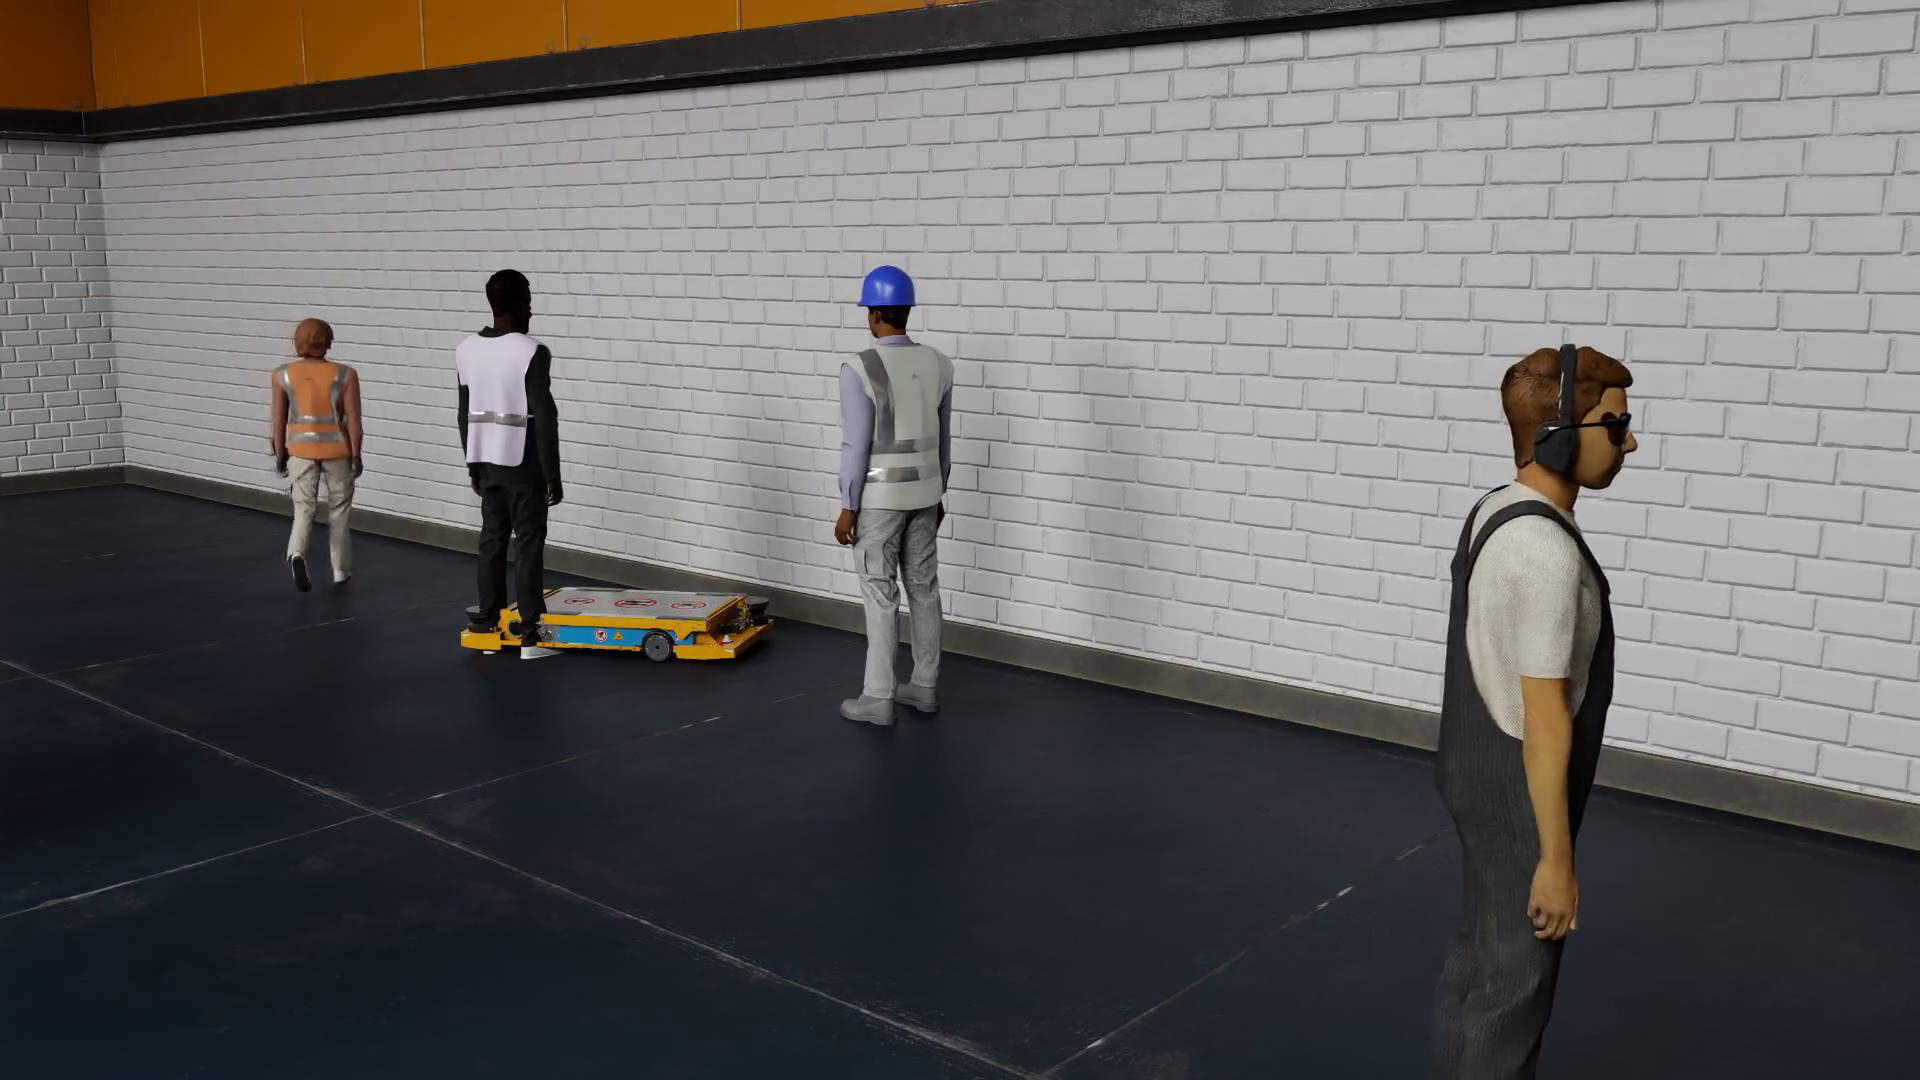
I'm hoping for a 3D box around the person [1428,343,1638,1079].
[{"bbox_3d":[1.105,0.540,3.262,0.326,1.843,0.515,1,10,6],"label":"person"}]

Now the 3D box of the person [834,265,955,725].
[{"bbox_3d":[-0.285,-0.187,7.110,0.388,1.947,0.615,10,14,44],"label":"person"}]

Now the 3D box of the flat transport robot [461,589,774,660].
[{"bbox_3d":[-1.730,0.412,8.469,1.431,0.197,0.652,2,10,11],"label":"flat transport robot"}]

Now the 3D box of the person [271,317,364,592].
[{"bbox_3d":[-3.793,-0.496,9.812,0.521,1.620,0.677,-1,10,-8],"label":"person"}]

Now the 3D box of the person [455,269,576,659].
[{"bbox_3d":[-2.213,-0.365,8.210,0.596,1.918,0.386,6,11,29],"label":"person"}]
